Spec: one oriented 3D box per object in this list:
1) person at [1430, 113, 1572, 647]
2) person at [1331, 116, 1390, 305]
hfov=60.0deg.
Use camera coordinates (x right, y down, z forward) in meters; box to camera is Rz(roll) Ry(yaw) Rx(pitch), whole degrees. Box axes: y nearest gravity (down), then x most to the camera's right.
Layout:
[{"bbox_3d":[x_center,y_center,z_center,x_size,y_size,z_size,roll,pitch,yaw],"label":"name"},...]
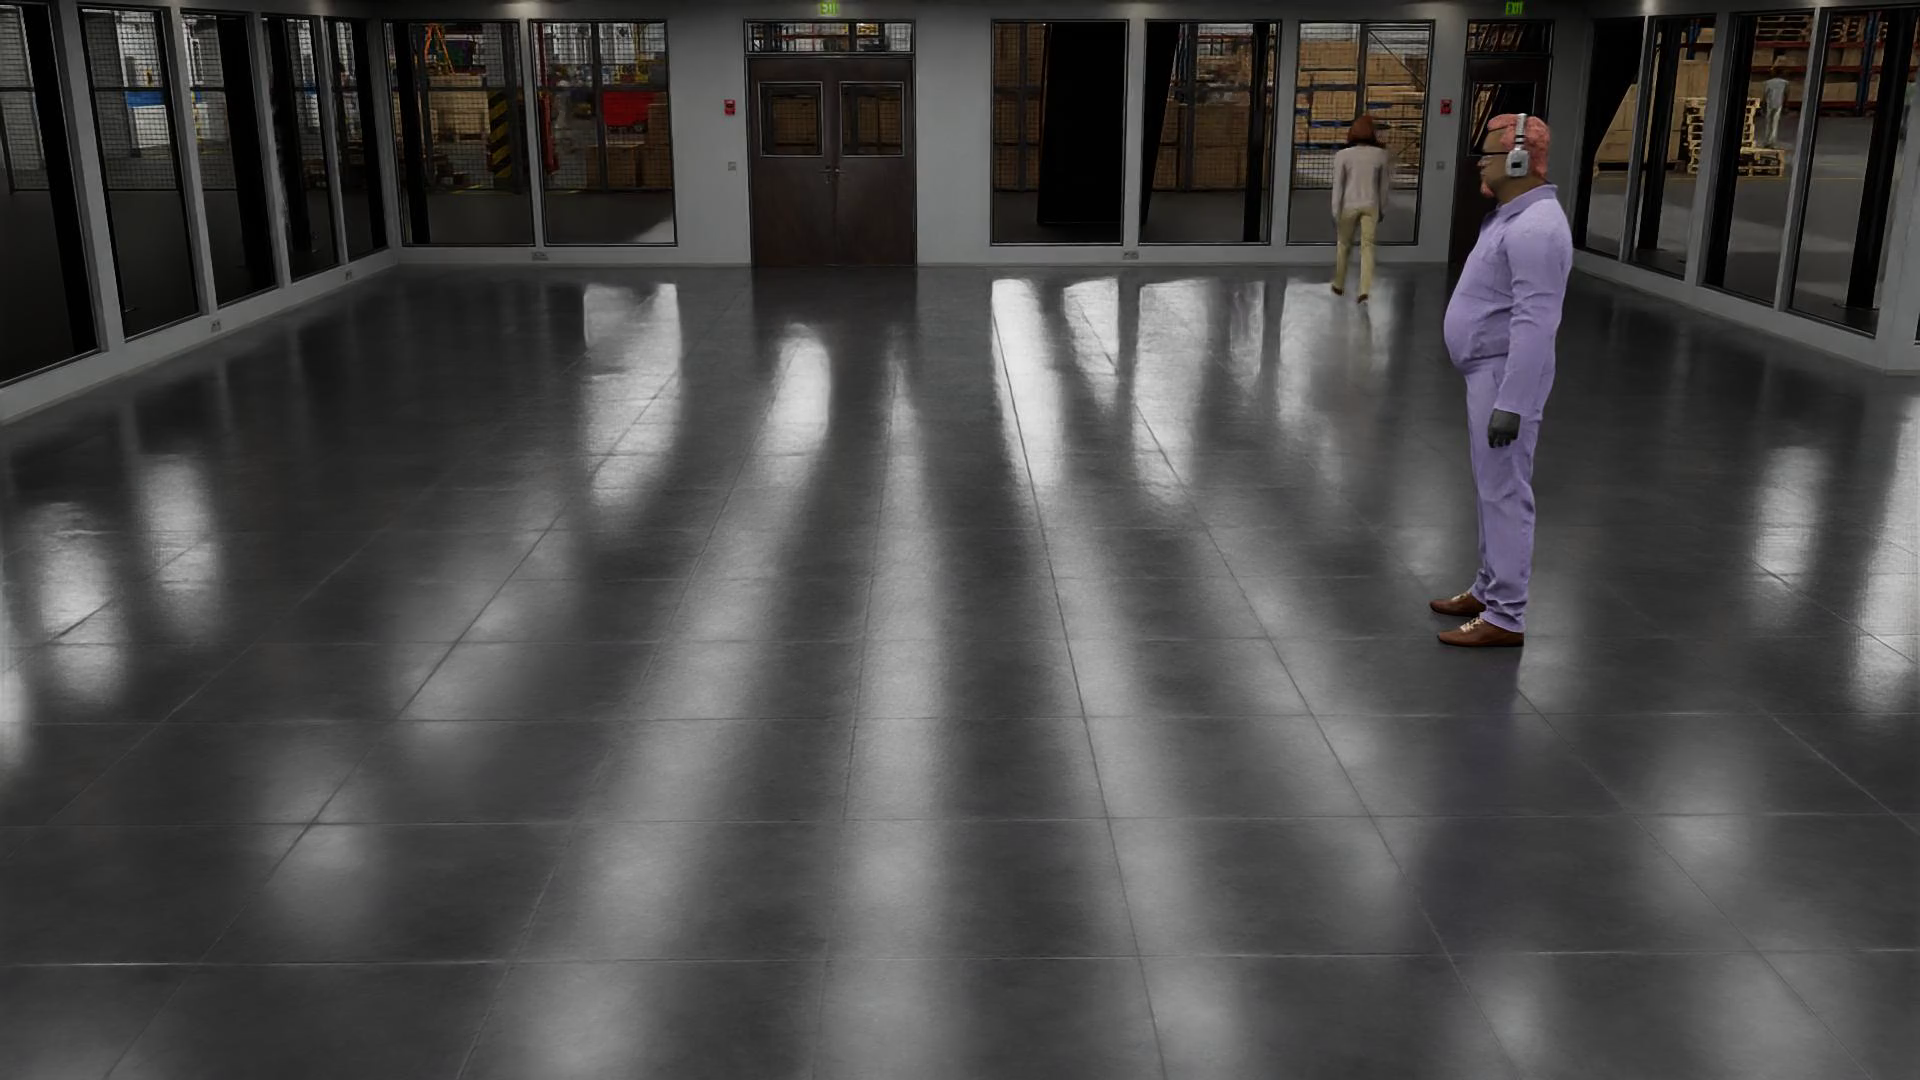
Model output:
[{"bbox_3d":[1.938,-0.558,6.006,0.403,1.906,0.651,4,17,12],"label":"person"},{"bbox_3d":[3.441,-2.845,14.342,0.509,1.583,0.877,1,16,2],"label":"person"}]
